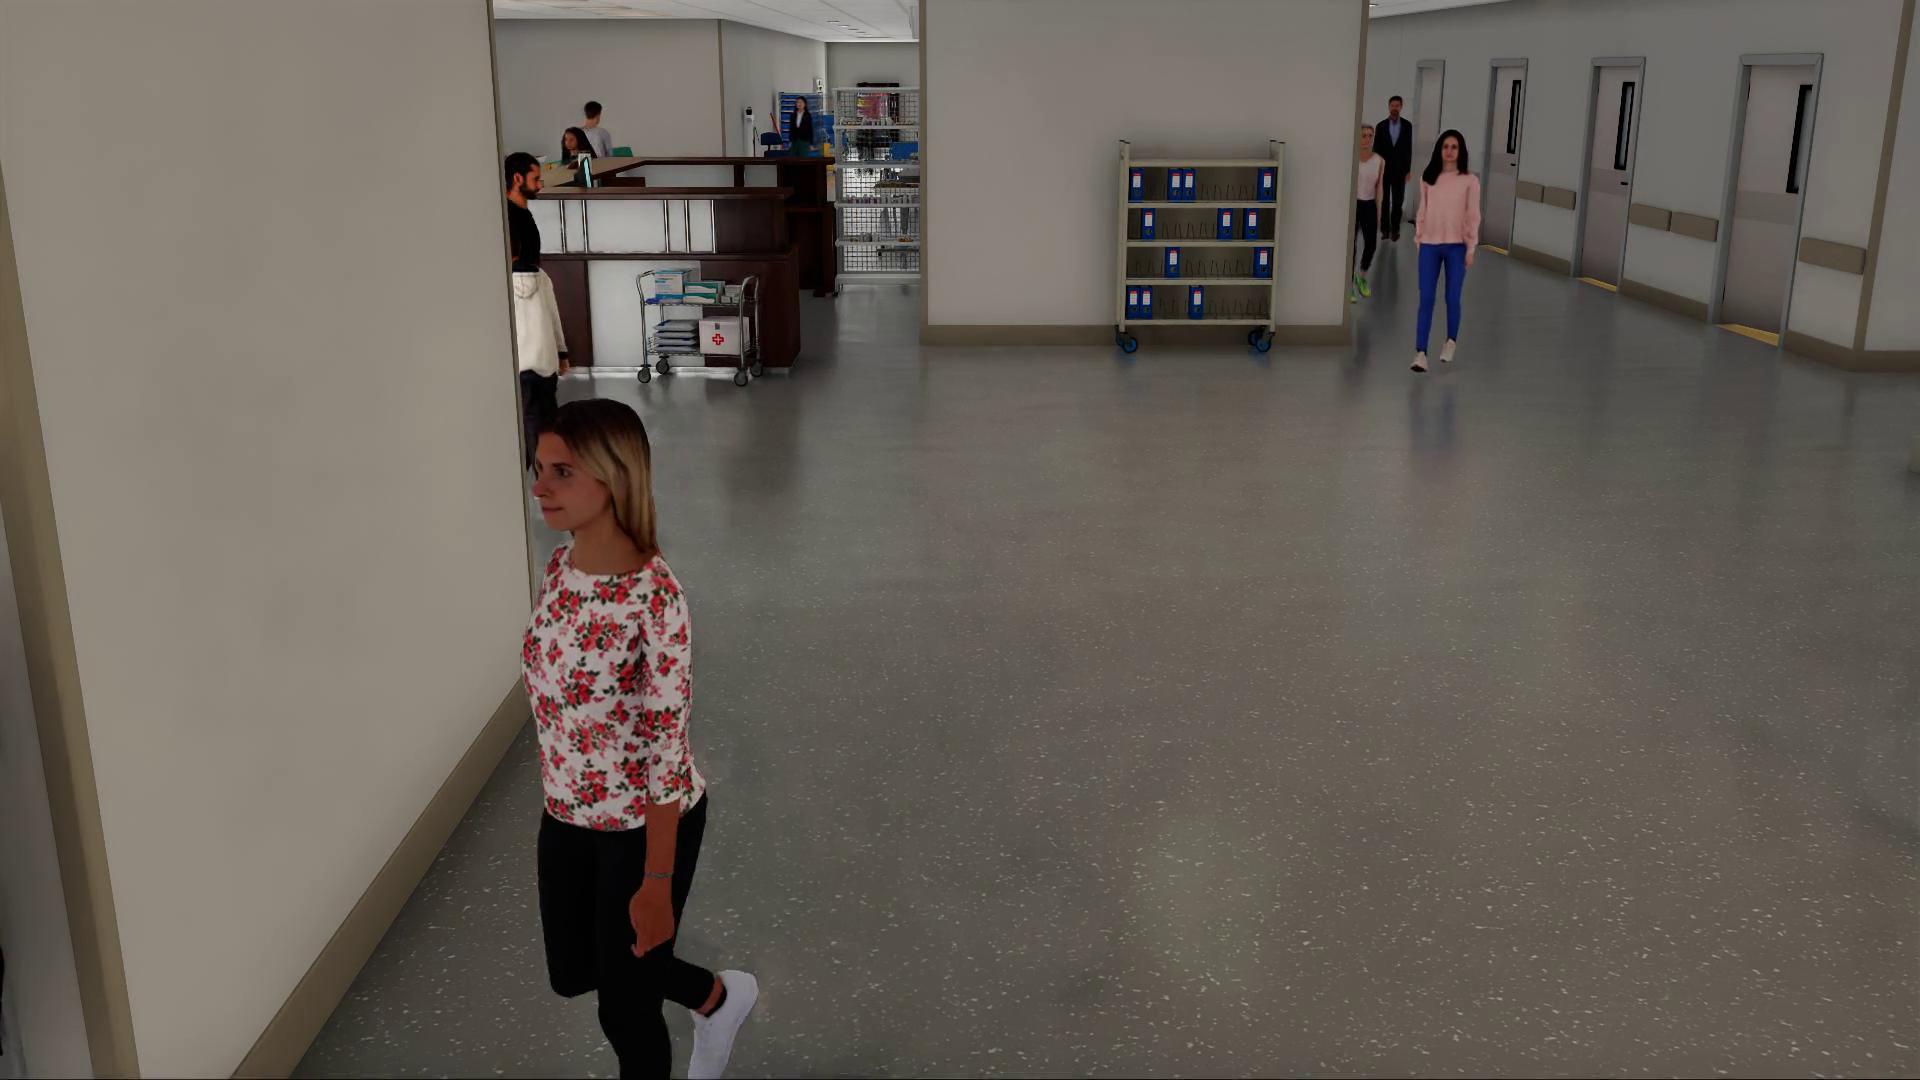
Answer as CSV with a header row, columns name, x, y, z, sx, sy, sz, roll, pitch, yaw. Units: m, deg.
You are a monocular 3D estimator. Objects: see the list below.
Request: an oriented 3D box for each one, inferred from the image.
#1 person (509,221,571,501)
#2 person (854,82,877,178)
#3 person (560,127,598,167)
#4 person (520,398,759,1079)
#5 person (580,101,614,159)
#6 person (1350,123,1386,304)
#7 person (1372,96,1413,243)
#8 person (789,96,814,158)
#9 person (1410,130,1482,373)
name,x,y,z,sx,sy,sz,roll,pitch,yaw
person,-2.176,-0.870,8.448,0.954,1.414,1.014,-15,21,-42
person,-1.941,-8.484,34.555,1.190,1.902,0.780,2,16,6
person,-3.914,-3.484,17.373,0.724,1.602,0.795,9,18,29
person,-0.566,0.525,3.135,0.879,1.612,0.923,15,21,42
person,-4.127,-3.978,18.737,1.087,1.812,0.809,3,16,9
person,3.803,-3.137,15.976,0.588,1.691,0.672,1,16,2
person,5.586,-4.773,21.533,1.162,1.825,0.926,4,16,13
person,-2.840,-7.083,29.919,0.791,1.721,0.758,3,16,11
person,3.585,-2.092,12.225,1.230,1.716,1.116,9,18,28
